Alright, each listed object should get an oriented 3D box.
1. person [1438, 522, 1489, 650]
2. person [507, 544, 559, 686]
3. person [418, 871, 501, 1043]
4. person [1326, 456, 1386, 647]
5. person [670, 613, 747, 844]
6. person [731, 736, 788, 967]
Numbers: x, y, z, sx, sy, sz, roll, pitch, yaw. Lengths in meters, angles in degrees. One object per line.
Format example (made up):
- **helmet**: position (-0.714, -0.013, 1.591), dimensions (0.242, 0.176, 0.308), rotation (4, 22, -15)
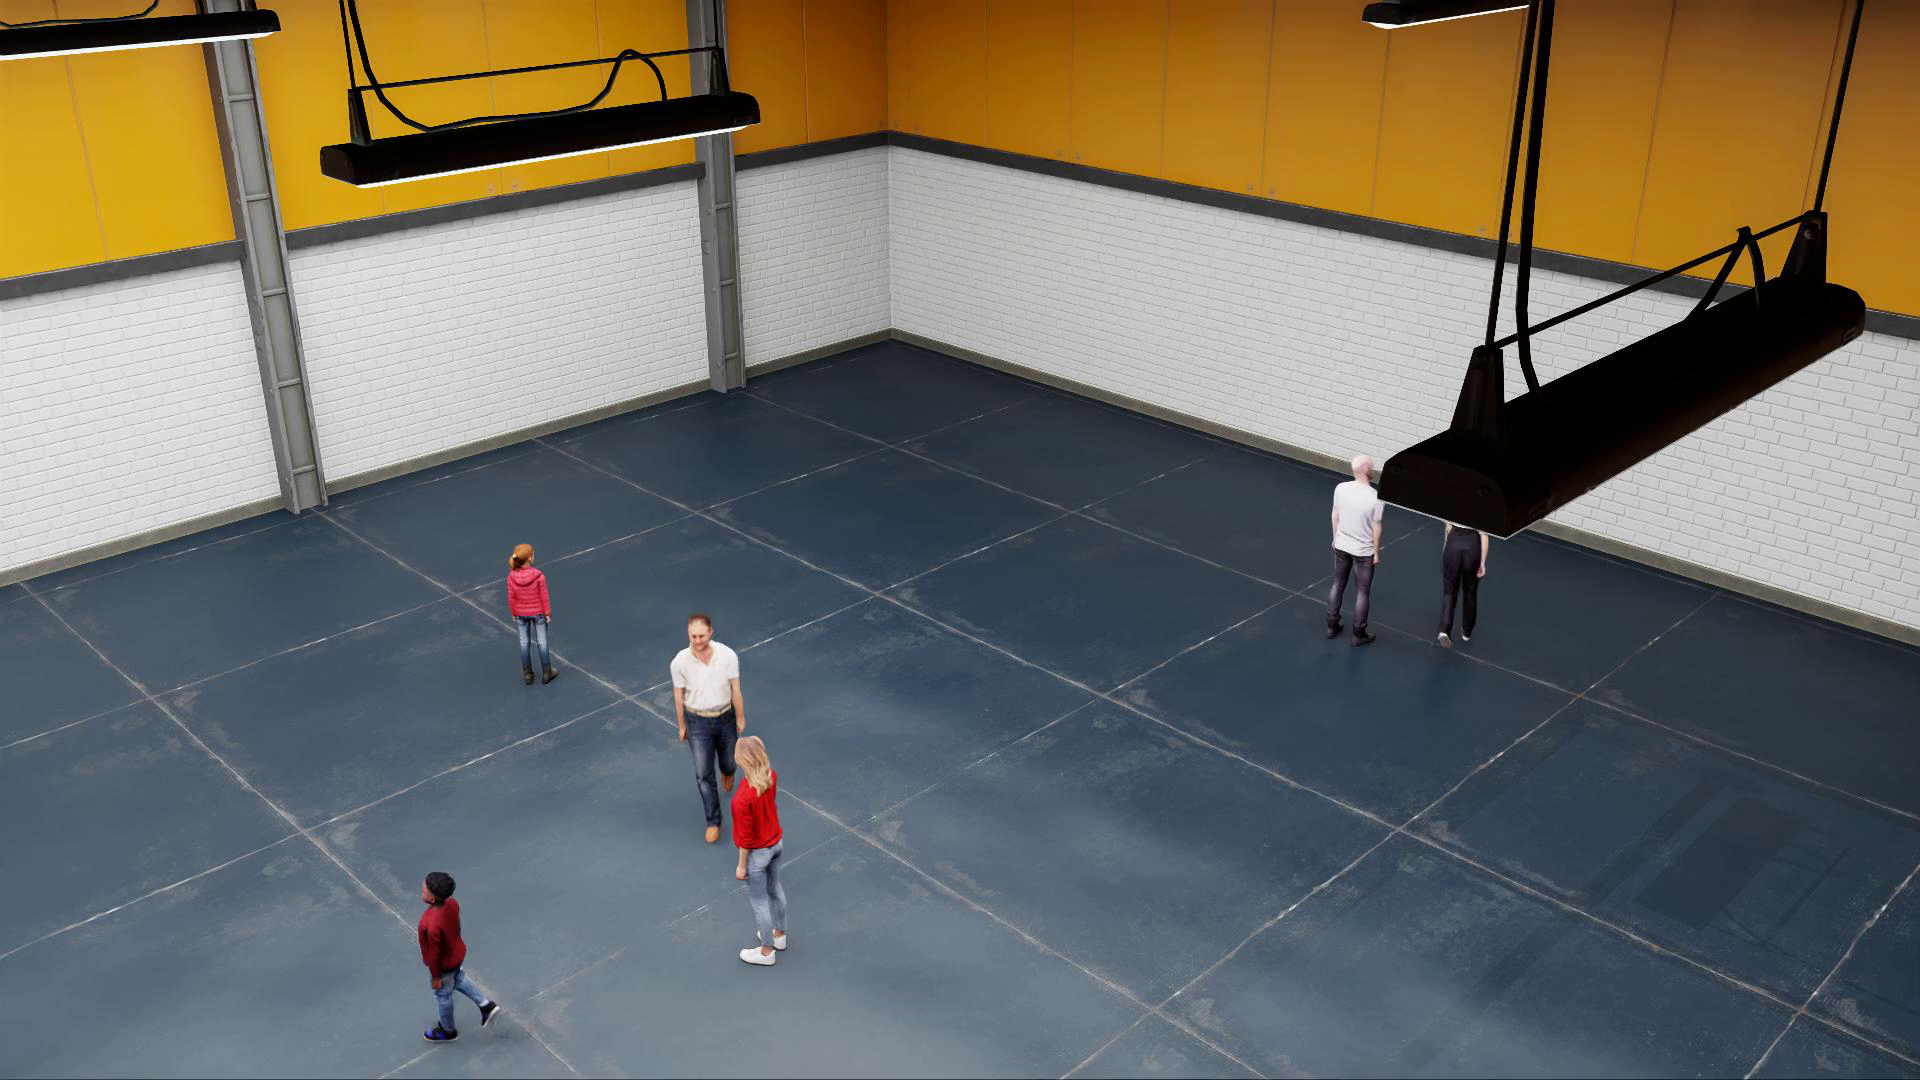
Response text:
- **person**: position (4.606, 0.198, 15.347), dimensions (0.829, 1.719, 1.034), rotation (11, 26, 23)
- **person**: position (-3.823, 0.661, 14.794), dimensions (0.585, 1.313, 0.645), rotation (0, 24, 0)
- **person**: position (-3.162, 2.617, 10.406), dimensions (0.774, 1.244, 0.734), rotation (2, 24, 5)
- **person**: position (3.669, 0.085, 15.466), dimensions (0.640, 1.831, 0.565), rotation (21, 31, 40)
- **person**: position (-1.876, 1.332, 12.611), dimensions (1.091, 1.832, 1.120), rotation (-3, 24, -6)
- **person**: position (-1.333, 2.067, 11.090), dimensions (0.737, 1.704, 0.575), rotation (11, 26, 23)
